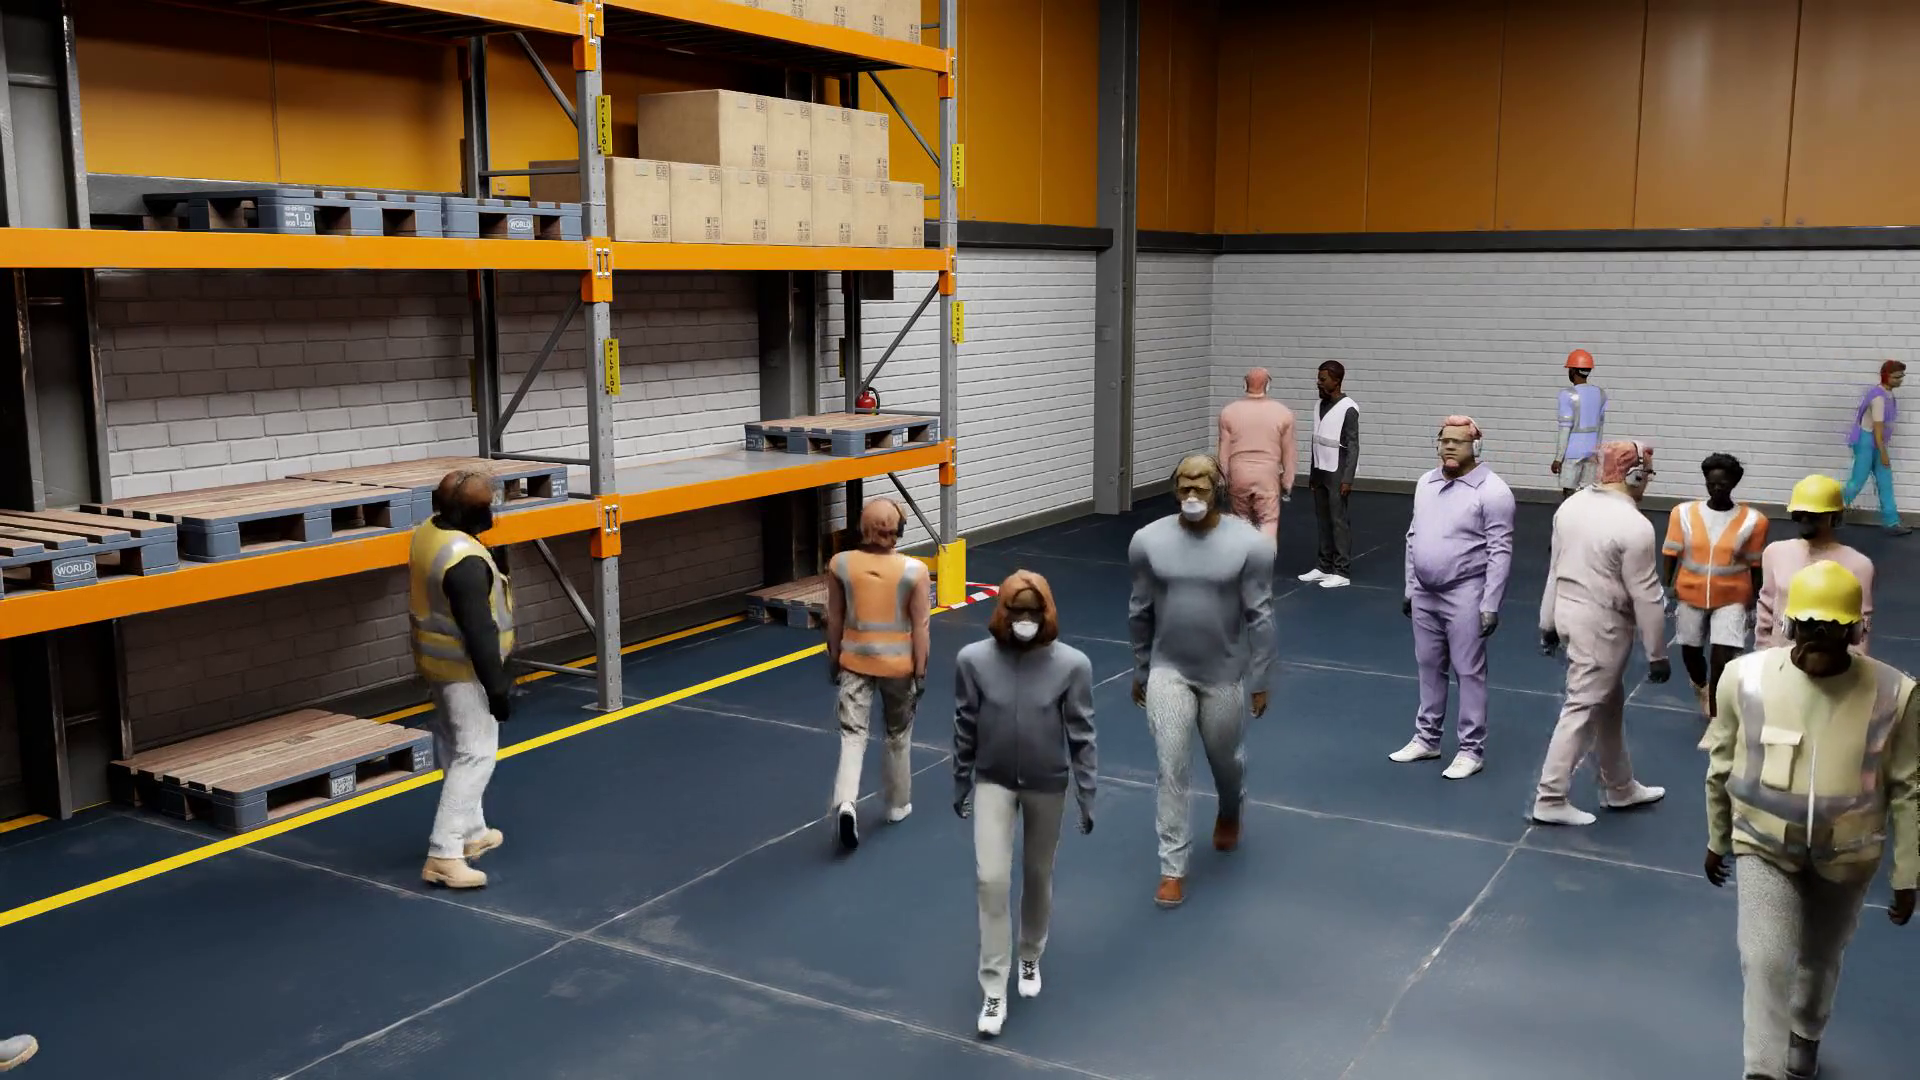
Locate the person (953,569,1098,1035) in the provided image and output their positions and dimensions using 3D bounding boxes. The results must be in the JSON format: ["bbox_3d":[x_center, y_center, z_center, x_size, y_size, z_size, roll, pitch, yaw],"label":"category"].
[{"bbox_3d":[0.224,0.909,5.863,0.519,1.600,0.751,1,9,4],"label":"person"}]

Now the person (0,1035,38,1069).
[{"bbox_3d":[-3.394,0.883,5.033,0.631,1.949,1.027,6,11,31],"label":"person"}]

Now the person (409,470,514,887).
[{"bbox_3d":[-2.203,0.587,7.292,0.513,1.810,0.705,-6,11,-34],"label":"person"}]

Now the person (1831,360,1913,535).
[{"bbox_3d":[9.286,-0.935,16.903,0.829,1.788,0.606,9,13,44],"label":"person"}]

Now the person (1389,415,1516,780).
[{"bbox_3d":[2.585,0.292,8.796,0.410,1.913,0.651,-6,11,-31],"label":"person"}]

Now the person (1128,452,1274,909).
[{"bbox_3d":[1.052,0.550,7.238,0.636,1.908,0.940,3,10,17],"label":"person"}]

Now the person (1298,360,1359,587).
[{"bbox_3d":[3.165,-0.563,14.118,0.375,1.917,0.598,-3,10,-18],"label":"person"}]

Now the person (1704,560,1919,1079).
[{"bbox_3d":[2.654,0.933,5.191,0.607,1.792,0.915,4,10,24],"label":"person"}]

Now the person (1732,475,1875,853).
[{"bbox_3d":[3.756,0.583,7.473,0.711,1.741,0.547,-7,11,-37],"label":"person"}]

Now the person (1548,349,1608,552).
[{"bbox_3d":[5.809,-0.824,15.681,0.542,1.939,0.366,-4,10,-24],"label":"person"}]

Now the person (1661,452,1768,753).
[{"bbox_3d":[4.278,0.313,9.440,0.556,1.667,0.712,6,11,34],"label":"person"}]

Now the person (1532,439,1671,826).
[{"bbox_3d":[3.159,0.452,7.925,0.877,1.865,0.677,-1,9,-9],"label":"person"}]

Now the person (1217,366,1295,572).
[{"bbox_3d":[2.469,-0.506,13.899,0.648,1.883,0.720,2,9,11],"label":"person"}]

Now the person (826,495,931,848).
[{"bbox_3d":[-0.396,0.604,7.758,0.514,1.617,0.724,1,9,8],"label":"person"}]
